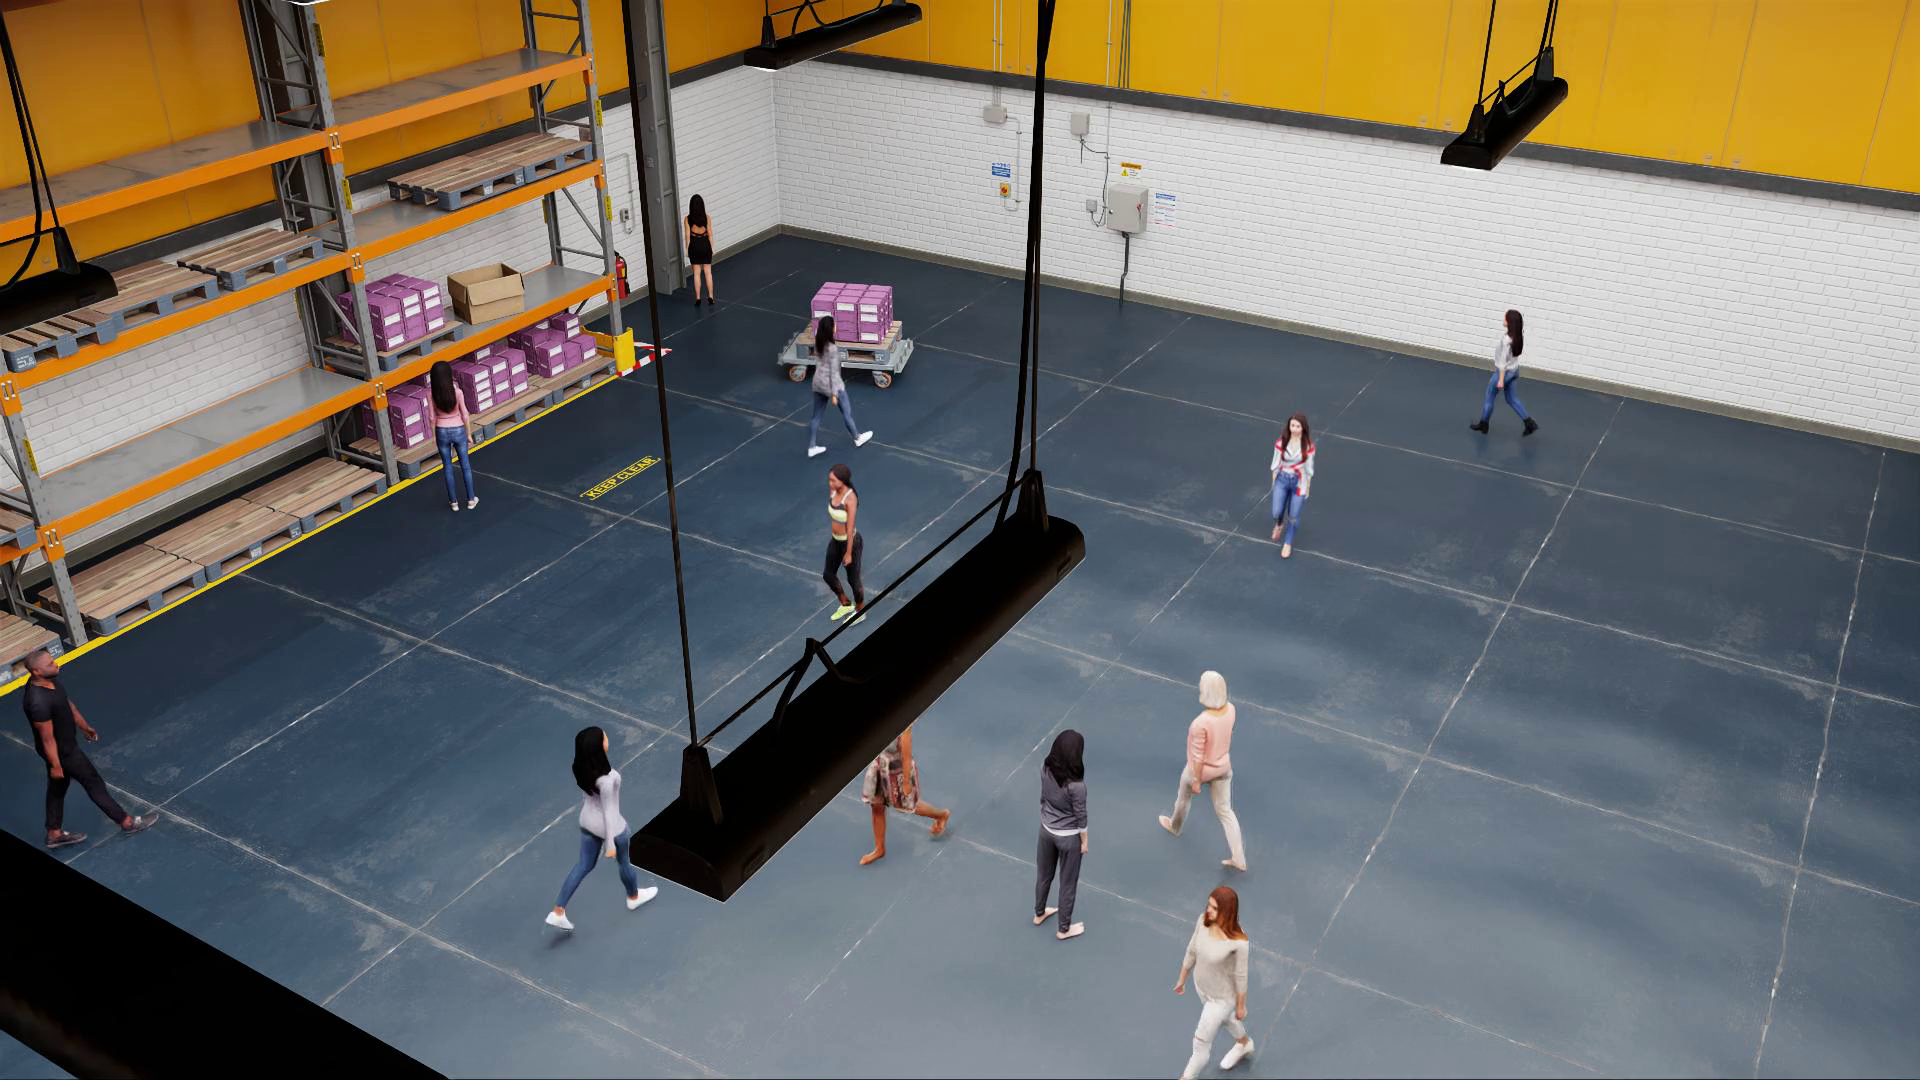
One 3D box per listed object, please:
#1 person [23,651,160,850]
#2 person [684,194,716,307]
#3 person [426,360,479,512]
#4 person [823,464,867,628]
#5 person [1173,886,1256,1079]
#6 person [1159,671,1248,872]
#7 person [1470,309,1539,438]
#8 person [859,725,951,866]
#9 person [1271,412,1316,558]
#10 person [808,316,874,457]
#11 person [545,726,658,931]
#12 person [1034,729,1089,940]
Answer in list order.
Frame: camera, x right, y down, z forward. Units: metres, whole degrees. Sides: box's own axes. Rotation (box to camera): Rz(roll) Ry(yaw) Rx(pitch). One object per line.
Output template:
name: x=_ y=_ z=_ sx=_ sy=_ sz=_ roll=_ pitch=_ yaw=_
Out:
person: x=-7.138 y=1.671 z=13.026 sx=1.205 sy=1.784 sz=1.068 roll=-13 pitch=31 yaw=-22
person: x=-3.721 y=-4.142 z=23.822 sx=0.621 sy=1.650 sz=0.667 roll=-5 pitch=29 yaw=-10
person: x=-5.591 y=-1.154 z=18.249 sx=0.650 sy=1.742 sz=0.703 roll=-7 pitch=29 yaw=-12
person: x=-1.022 y=0.031 z=16.080 sx=0.704 sy=1.739 sz=0.662 roll=-23 pitch=36 yaw=-36
person: x=1.737 y=2.910 z=10.875 sx=1.185 sy=1.668 sz=0.950 roll=-17 pitch=33 yaw=-29
person: x=1.996 y=1.812 z=12.877 sx=1.185 sy=1.680 sz=1.004 roll=-19 pitch=34 yaw=-31
person: x=6.596 y=-1.945 z=19.840 sx=0.776 sy=1.607 sz=1.000 roll=21 pitch=35 yaw=34
person: x=-0.439 y=1.779 z=12.997 sx=1.133 sy=1.623 sz=0.897 roll=-19 pitch=34 yaw=-30
person: x=3.488 y=-0.618 z=17.411 sx=0.672 sy=1.604 sz=0.734 roll=8 pitch=30 yaw=14
person: x=-1.607 y=-1.756 z=19.402 sx=1.139 sy=1.694 sz=0.868 roll=-22 pitch=36 yaw=-35
person: x=-2.729 y=2.154 z=12.221 sx=1.203 sy=1.707 sz=0.850 roll=-25 pitch=37 yaw=-38
person: x=0.738 y=2.150 z=12.171 sx=0.631 sy=1.761 sz=0.580 roll=24 pitch=36 yaw=36
